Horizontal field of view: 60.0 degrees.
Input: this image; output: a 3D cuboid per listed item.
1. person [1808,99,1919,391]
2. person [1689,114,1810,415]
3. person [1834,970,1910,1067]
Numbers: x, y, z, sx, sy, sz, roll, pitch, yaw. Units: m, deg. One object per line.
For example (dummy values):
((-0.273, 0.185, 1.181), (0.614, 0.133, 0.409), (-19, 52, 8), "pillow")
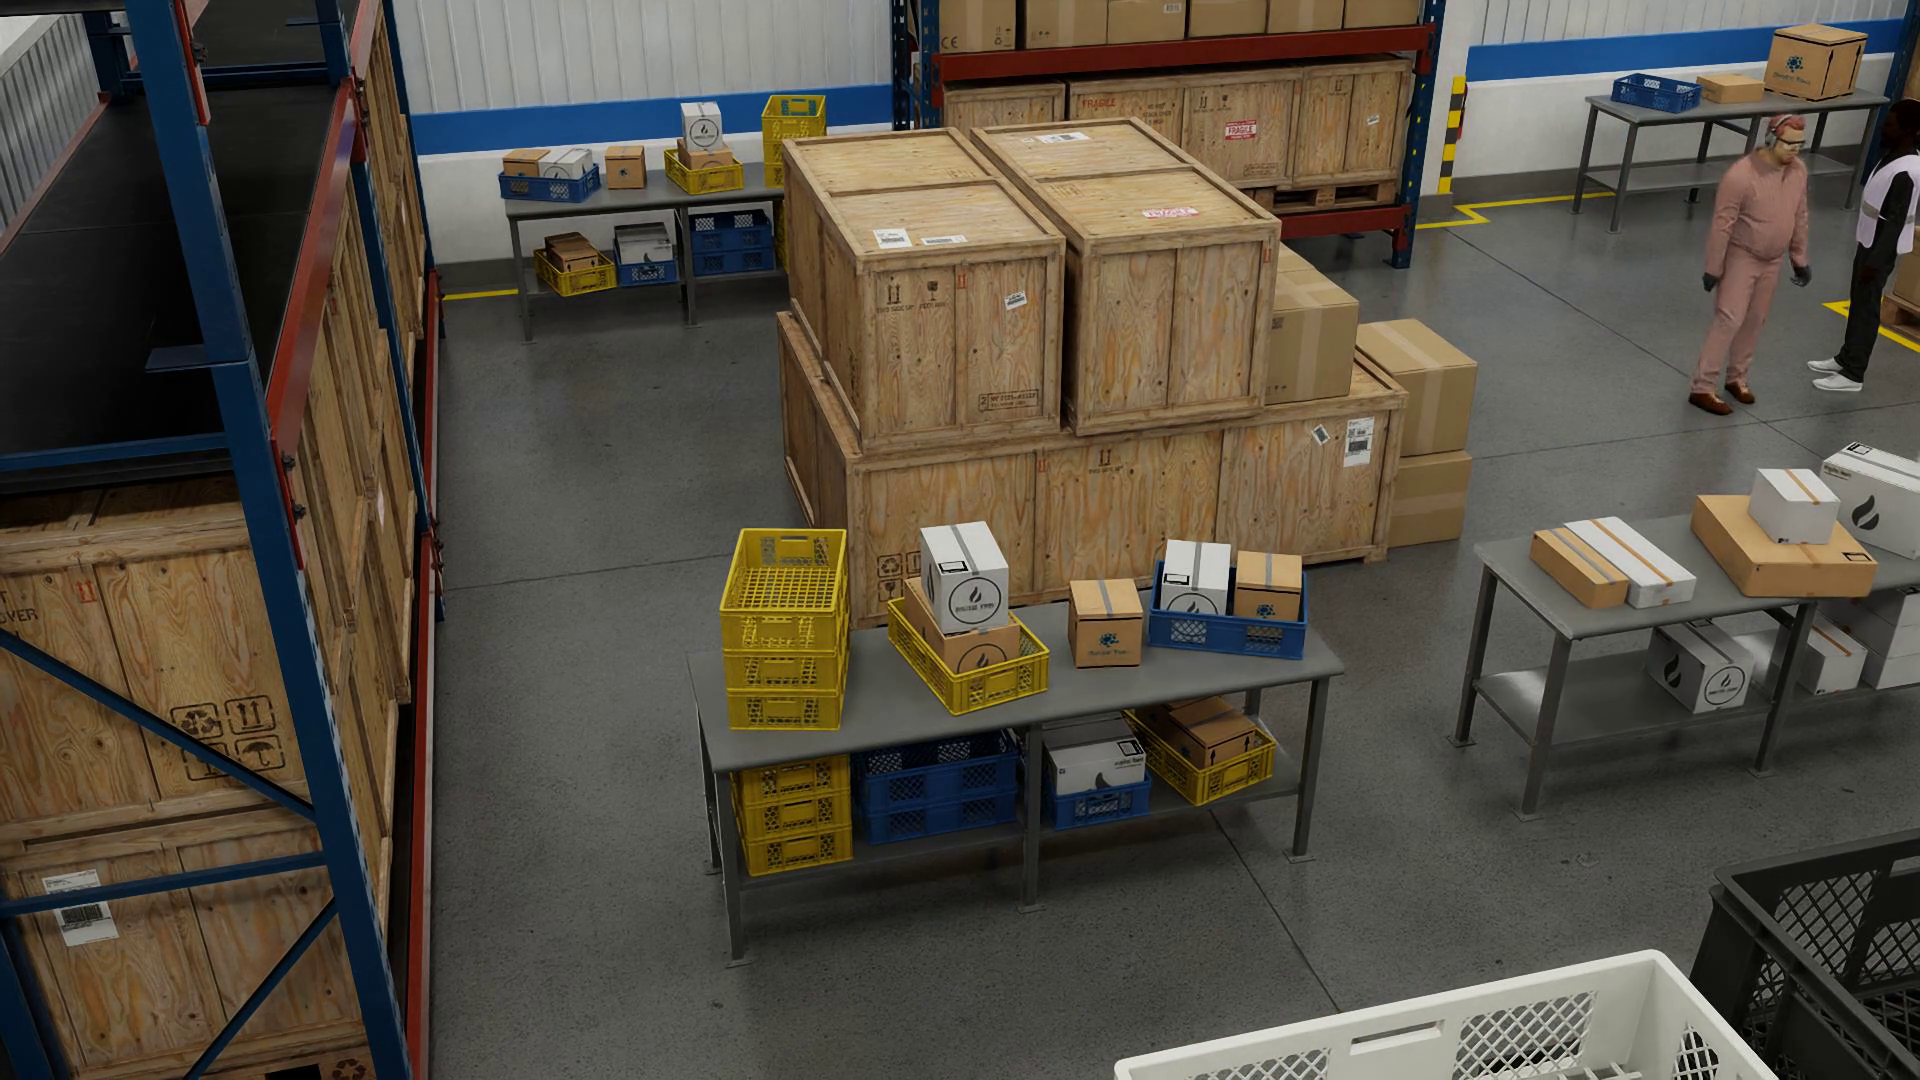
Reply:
((5.985, -1.909, 10.857), (0.392, 1.920, 0.587), (11, 31, 18), "person")
((5.086, -1.770, 10.637), (0.652, 1.891, 0.475), (-13, 31, -22), "person")
((2.044, 1.816, 4.184), (0.429, 1.837, 0.621), (-20, 34, -31), "person")
